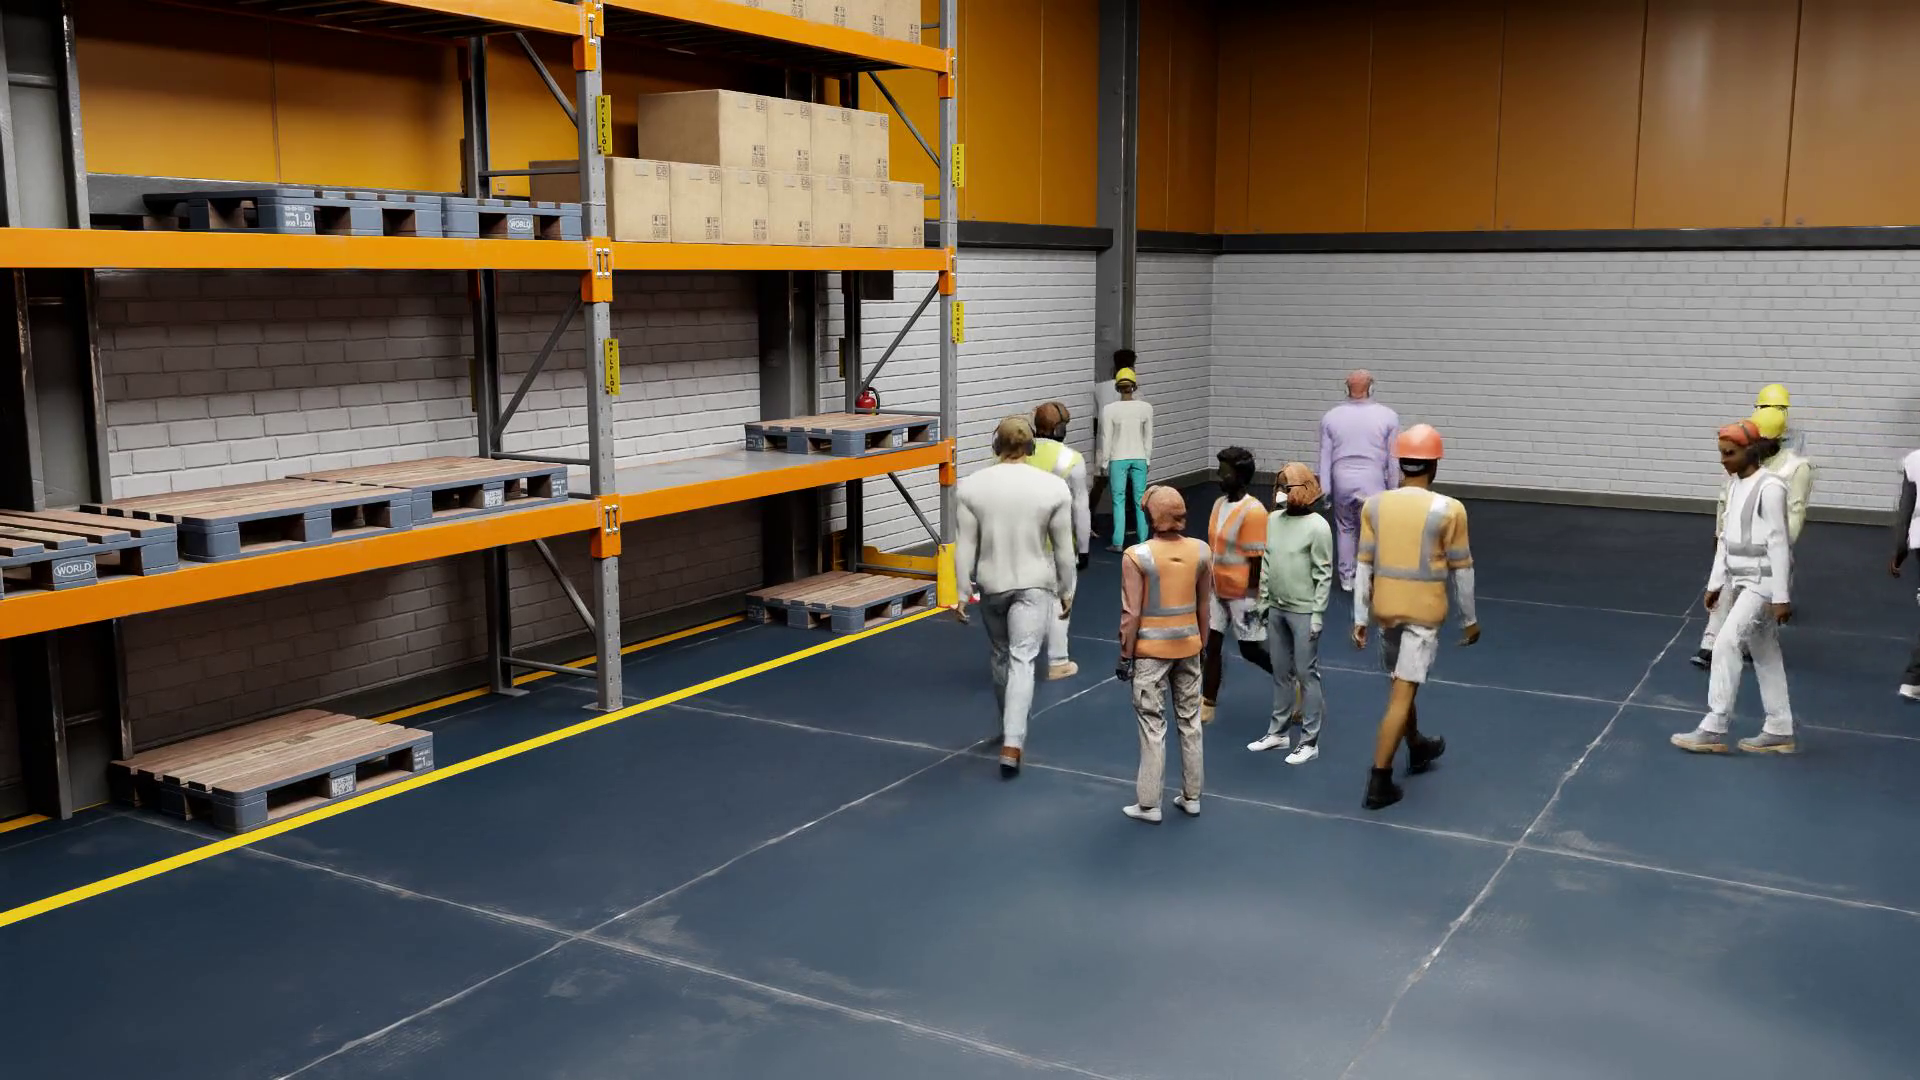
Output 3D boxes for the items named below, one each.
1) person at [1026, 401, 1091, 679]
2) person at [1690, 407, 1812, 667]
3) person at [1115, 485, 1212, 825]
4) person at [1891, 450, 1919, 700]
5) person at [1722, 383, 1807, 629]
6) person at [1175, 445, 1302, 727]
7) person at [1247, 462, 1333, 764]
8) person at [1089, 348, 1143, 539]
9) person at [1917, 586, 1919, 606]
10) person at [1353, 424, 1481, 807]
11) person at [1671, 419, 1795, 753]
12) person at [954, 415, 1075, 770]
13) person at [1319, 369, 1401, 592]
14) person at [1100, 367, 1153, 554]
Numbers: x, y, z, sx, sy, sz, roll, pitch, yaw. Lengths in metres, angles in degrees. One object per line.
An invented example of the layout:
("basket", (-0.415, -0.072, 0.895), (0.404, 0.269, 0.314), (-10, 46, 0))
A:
("person", (0.565, 0.012, 10.810), (0.648, 1.827, 0.464), (6, 11, 35))
("person", (5.232, 0.000, 11.043), (0.835, 1.773, 0.655), (-7, 11, -36))
("person", (0.987, 0.553, 8.030), (0.523, 1.636, 0.311), (-5, 10, -27))
("person", (6.205, 0.060, 10.437), (1.035, 1.862, 0.591), (-6, 11, -34))
("person", (5.996, -0.248, 12.406), (0.588, 1.837, 0.403), (1, 9, 5))
("person", (1.666, 0.277, 9.654), (0.722, 1.675, 0.542), (-3, 10, -21))
("person", (1.806, 0.391, 9.048), (0.279, 1.633, 0.505), (-5, 10, -30))
("person", (1.528, -0.963, 16.669), (0.631, 1.922, 0.999), (7, 11, 37))
("person", (5.633, 0.319, 9.212), (0.593, 1.714, 0.720), (6, 11, 33))
("person", (2.318, 0.361, 8.457), (0.556, 1.881, 0.976), (9, 13, 44))
("person", (4.277, 0.265, 9.156), (0.793, 1.848, 0.594), (2, 9, 10))
("person", (0.294, 0.262, 9.056), (0.641, 1.893, 1.037), (2, 9, 10))
("person", (3.243, -0.448, 13.548), (0.644, 1.879, 0.814), (4, 10, 23))
("person", (1.572, -0.747, 15.754), (0.524, 1.764, 0.329), (-3, 9, -16))
